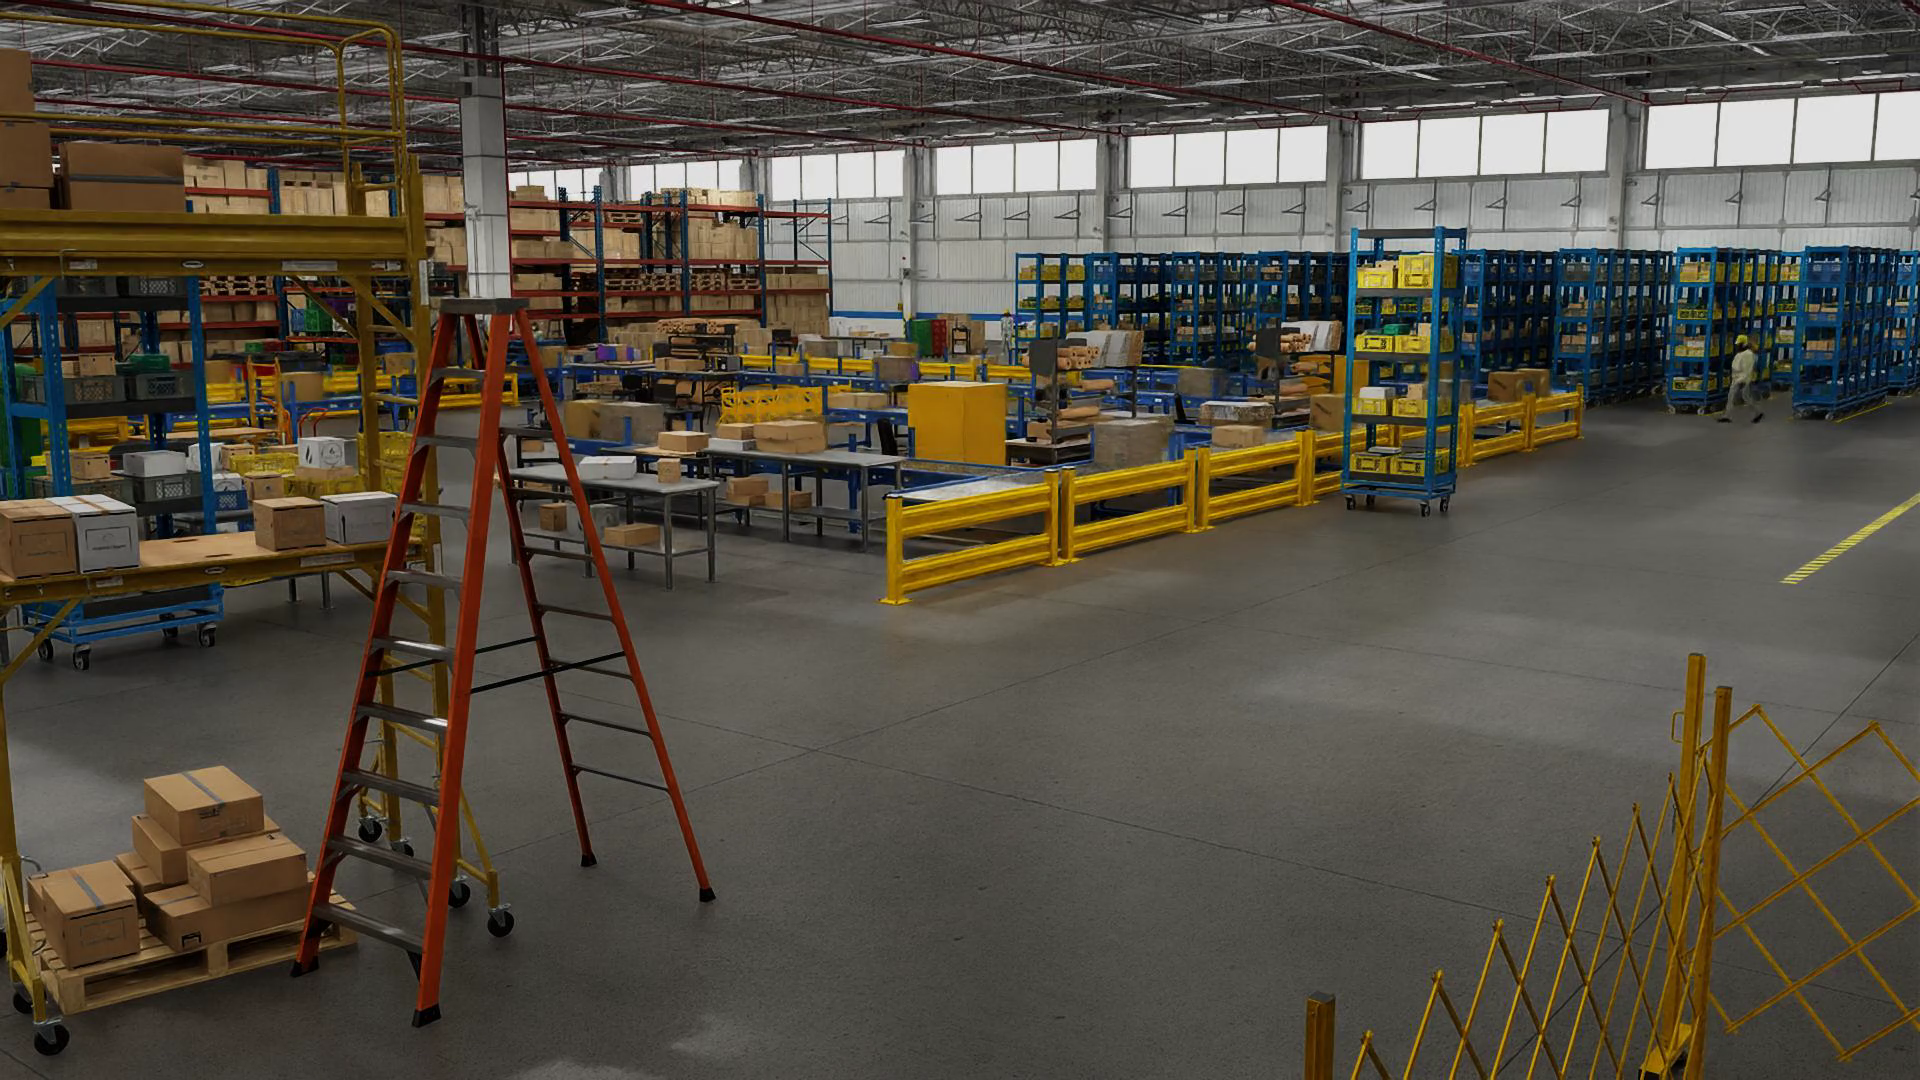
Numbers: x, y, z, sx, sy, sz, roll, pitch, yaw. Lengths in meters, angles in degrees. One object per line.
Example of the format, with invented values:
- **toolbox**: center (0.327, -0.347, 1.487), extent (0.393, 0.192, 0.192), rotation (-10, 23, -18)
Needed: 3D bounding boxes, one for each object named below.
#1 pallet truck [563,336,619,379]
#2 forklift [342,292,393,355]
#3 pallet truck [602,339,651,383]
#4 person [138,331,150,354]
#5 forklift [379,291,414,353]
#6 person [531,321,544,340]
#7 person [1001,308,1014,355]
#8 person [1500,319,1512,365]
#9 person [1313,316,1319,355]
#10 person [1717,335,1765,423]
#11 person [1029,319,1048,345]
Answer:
- **pallet truck**: center (-10.690, -5.294, 48.215), extent (1.601, 1.201, 0.680), rotation (-5, 10, -26)
- **forklift**: center (-16.485, -5.622, 45.120), extent (1.129, 2.768, 1.873), rotation (7, 11, 37)
- **pallet truck**: center (-8.991, -4.871, 45.351), extent (0.653, 1.274, 1.630), rotation (7, 11, 37)
- **person**: center (-19.336, -4.129, 39.530), extent (0.547, 1.677, 0.399), rotation (7, 12, 38)
- **forklift**: center (-16.566, -6.352, 49.676), extent (1.129, 2.768, 1.873), rotation (7, 11, 37)
- **person**: center (-12.552, -5.659, 49.270), extent (0.500, 1.628, 0.281), rotation (3, 10, 18)
- **person**: center (1.747, -7.715, 61.717), extent (0.486, 1.744, 0.311), rotation (2, 9, 15)
- **person**: center (14.745, -5.099, 45.185), extent (0.810, 1.813, 0.571), rotation (7, 12, 39)
- **person**: center (10.242, -5.549, 47.505), extent (0.629, 1.968, 0.626), rotation (3, 10, 20)
- **person**: center (15.882, -3.255, 33.693), extent (0.843, 1.807, 0.586), rotation (-1, 9, -4)
- **person**: center (2.441, -6.142, 51.449), extent (0.655, 1.887, 0.696), rotation (3, 10, 19)
